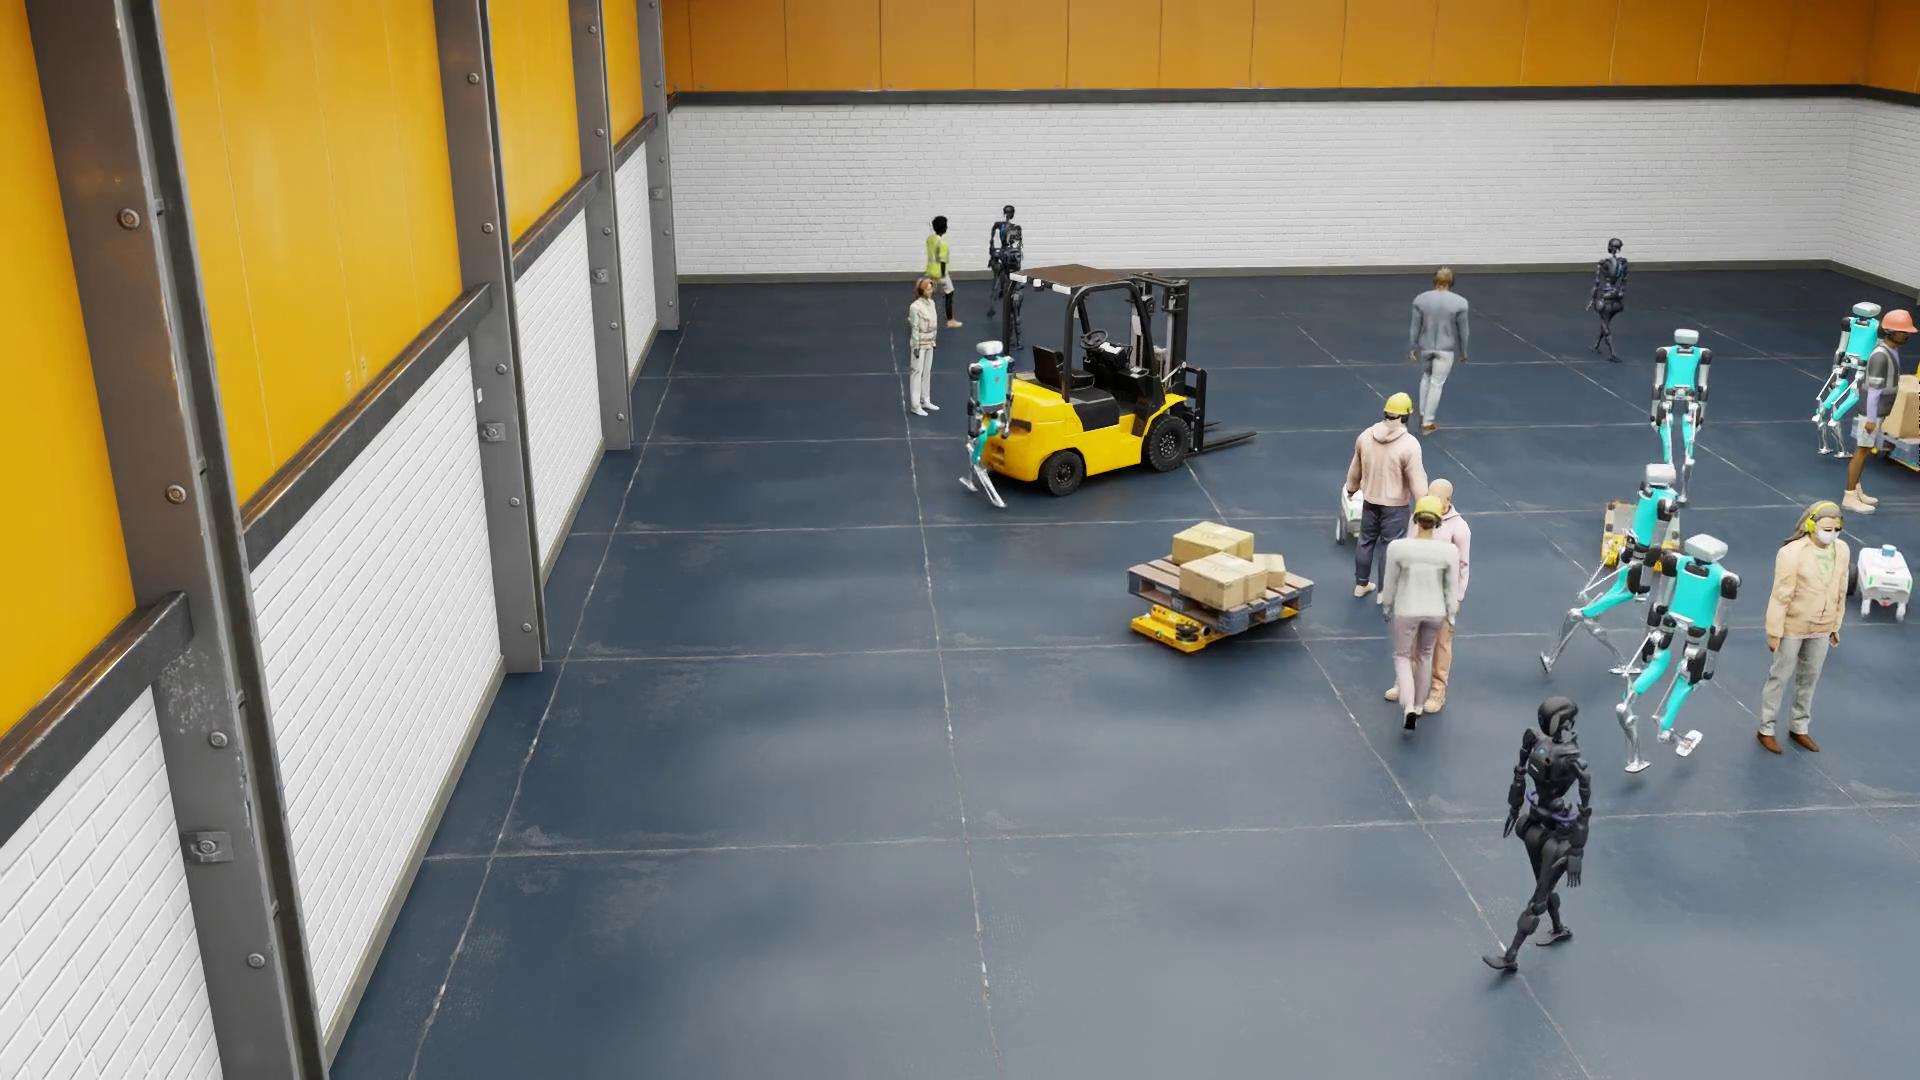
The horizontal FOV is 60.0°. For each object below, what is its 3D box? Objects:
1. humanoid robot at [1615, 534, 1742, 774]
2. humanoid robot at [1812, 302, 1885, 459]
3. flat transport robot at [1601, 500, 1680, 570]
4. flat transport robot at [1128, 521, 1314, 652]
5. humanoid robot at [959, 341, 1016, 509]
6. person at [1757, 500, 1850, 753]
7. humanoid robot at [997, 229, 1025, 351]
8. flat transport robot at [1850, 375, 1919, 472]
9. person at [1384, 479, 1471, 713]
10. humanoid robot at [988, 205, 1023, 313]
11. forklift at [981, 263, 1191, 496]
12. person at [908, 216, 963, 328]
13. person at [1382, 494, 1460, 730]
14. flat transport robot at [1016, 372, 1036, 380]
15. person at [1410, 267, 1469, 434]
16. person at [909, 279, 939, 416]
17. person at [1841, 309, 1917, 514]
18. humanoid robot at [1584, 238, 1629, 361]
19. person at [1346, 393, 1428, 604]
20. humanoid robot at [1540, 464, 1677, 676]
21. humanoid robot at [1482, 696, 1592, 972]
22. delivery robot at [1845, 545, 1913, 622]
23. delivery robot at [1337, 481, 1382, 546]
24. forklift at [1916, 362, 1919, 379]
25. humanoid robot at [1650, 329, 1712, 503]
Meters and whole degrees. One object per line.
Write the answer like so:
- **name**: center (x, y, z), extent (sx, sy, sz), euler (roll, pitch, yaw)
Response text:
- **humanoid robot**: center (4.796, 0.831, 11.233), extent (1.018, 1.739, 0.572), euler (-15, 25, -36)
- **humanoid robot**: center (9.509, -1.700, 17.933), extent (0.735, 1.677, 0.533), euler (-10, 23, -26)
- **flat transport robot**: center (6.447, -0.045, 15.750), extent (0.659, 0.231, 1.431), euler (8, 22, 20)
- **flat transport robot**: center (2.176, 0.594, 14.010), extent (1.431, 0.231, 0.659), euler (-15, 25, -36)
- **humanoid robot**: center (0.164, -1.203, 16.838), extent (0.543, 1.759, 1.041), euler (-13, 24, -32)
- **person**: center (5.912, 0.600, 11.686), extent (0.566, 1.867, 0.410), euler (-4, 20, -10)
- **humanoid robot**: center (0.717, -3.465, 23.004), extent (0.315, 1.657, 0.599), euler (-8, 22, -20)
- **flat transport robot**: center (10.531, -0.905, 18.092), extent (0.659, 0.231, 1.431), euler (-2, 20, -5)
- **person**: center (3.503, 0.392, 12.361), extent (0.535, 1.783, 0.398), euler (18, 27, 41)
- **humanoid robot**: center (0.670, -4.267, 25.294), extent (0.601, 1.630, 0.788), euler (11, 23, 27)
- **forklift**: center (1.315, -1.764, 17.646), extent (2.313, 2.155, 1.214), euler (-14, 24, -33)
- **person**: center (-0.372, -3.873, 24.144), extent (0.796, 1.666, 0.528), euler (-13, 24, -31)
- **person**: center (3.326, 0.547, 12.002), extent (0.528, 1.730, 0.641), euler (1, 20, 3)
- **flat transport robot**: center (1.297, -1.918, 20.854), extent (1.431, 0.231, 0.659), euler (-1, 20, -3)
- **person**: center (5.575, -2.217, 19.287), extent (0.638, 1.911, 0.782), euler (15, 25, 35)
- **person**: center (-0.439, -2.326, 19.968), extent (0.310, 1.641, 0.512), euler (10, 22, 25)
- **person**: center (9.155, -1.291, 16.575), extent (0.393, 2.043, 0.607), euler (14, 24, 34)
- **humanoid robot**: center (8.804, -3.270, 22.579), extent (0.599, 1.638, 0.788), euler (-8, 22, -20)
- **person**: center (3.650, -0.349, 14.280), extent (0.436, 1.856, 0.814), euler (-18, 27, -41)
- **humanoid robot**: center (4.919, 0.260, 12.818), extent (0.958, 1.771, 0.555), euler (1, 20, 4)
- **humanoid robot**: center (3.221, 1.610, 9.237), extent (0.752, 1.626, 0.614), euler (-8, 22, -22)
- **delivery robot**: center (7.927, 0.337, 14.283), extent (0.499, 0.587, 0.777), euler (8, 21, 20)
- **delivery robot**: center (3.859, -0.254, 15.927), extent (0.499, 0.611, 0.814), euler (2, 20, 6)
- **forklift**: center (12.602, -2.435, 19.475), extent (2.313, 2.155, 1.214), euler (-1, 20, -4)
- **humanoid robot**: center (7.223, -1.129, 16.723), extent (0.549, 1.882, 0.767), euler (5, 21, 13)
